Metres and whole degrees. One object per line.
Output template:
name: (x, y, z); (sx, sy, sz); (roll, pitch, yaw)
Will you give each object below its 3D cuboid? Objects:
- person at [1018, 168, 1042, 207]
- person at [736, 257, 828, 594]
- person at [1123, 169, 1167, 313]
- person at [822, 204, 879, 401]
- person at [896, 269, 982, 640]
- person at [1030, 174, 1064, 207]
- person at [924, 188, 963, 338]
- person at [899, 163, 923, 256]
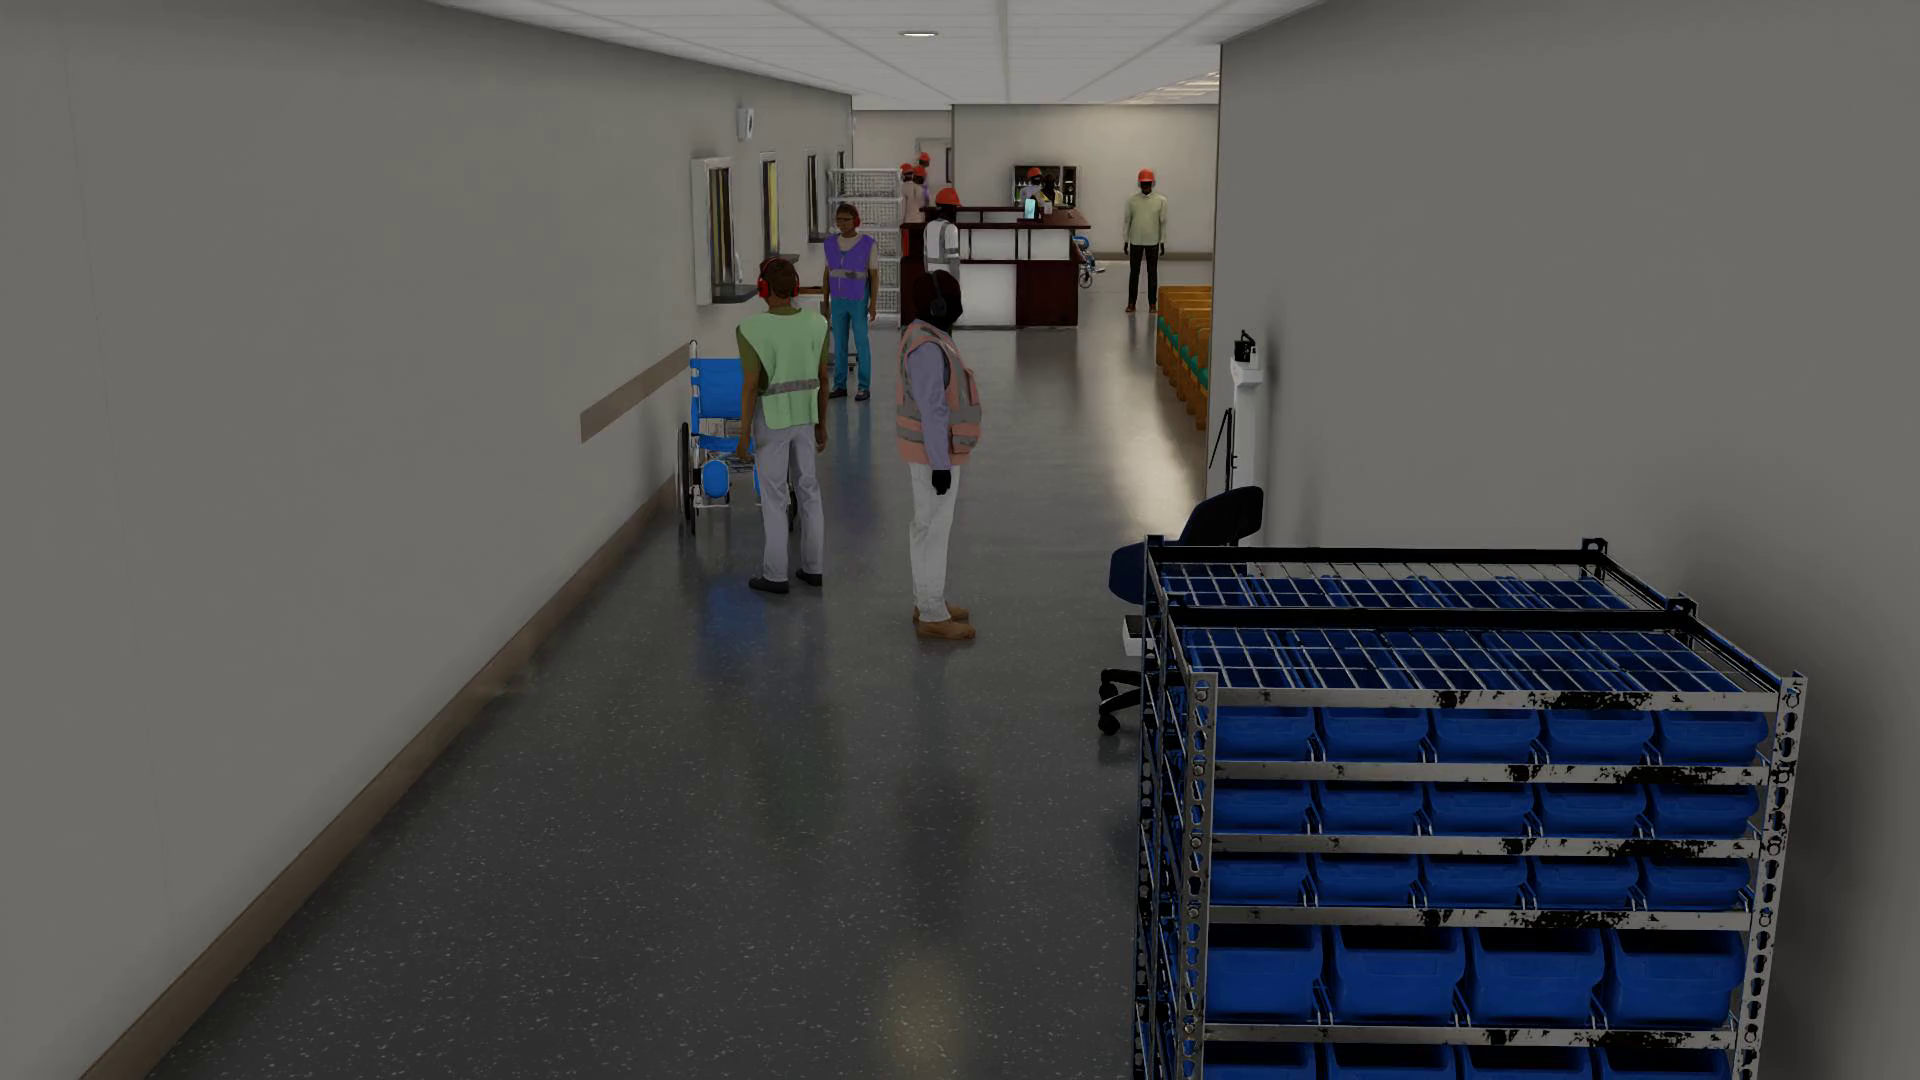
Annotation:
person: (1.330, -5.330, 28.157); (0.638, 1.891, 0.766); (5, 15, 18)
person: (-0.957, -0.619, 9.143); (0.570, 1.843, 0.373); (-11, 18, -38)
person: (2.588, -4.188, 23.318); (0.611, 1.995, 0.380); (3, 14, 10)
person: (-1.038, -2.251, 15.769); (0.570, 1.842, 0.377); (6, 15, 23)
person: (-0.106, -0.429, 8.377); (0.429, 1.847, 0.627); (-1, 14, -4)
person: (1.419, -4.978, 26.868); (0.626, 1.837, 0.429); (-7, 16, -27)
person: (-0.145, -2.704, 17.423); (0.373, 1.933, 0.551); (-9, 17, -33)
person: (-0.856, -5.225, 27.539); (0.399, 1.985, 0.621); (10, 17, 35)
